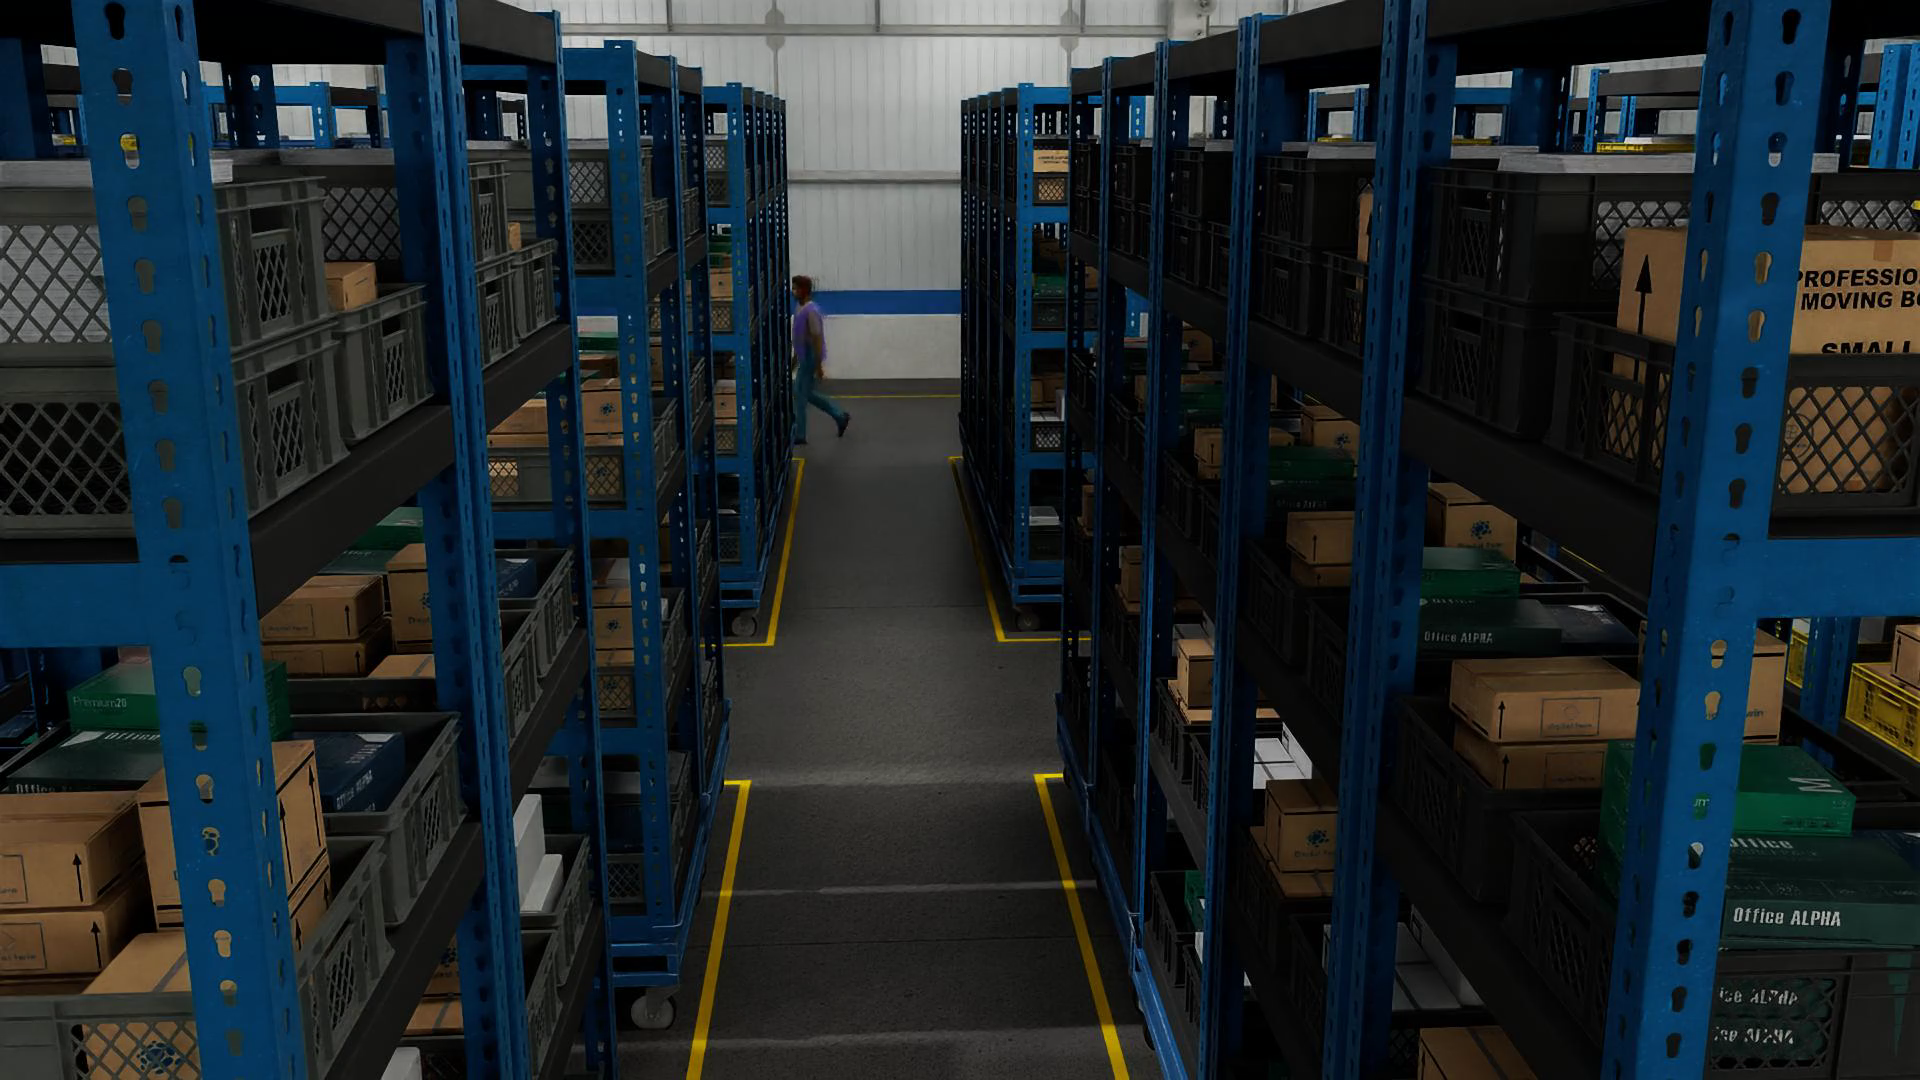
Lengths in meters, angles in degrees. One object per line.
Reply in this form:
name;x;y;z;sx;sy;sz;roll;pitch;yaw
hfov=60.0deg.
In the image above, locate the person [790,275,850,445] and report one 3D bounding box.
person;-1.569;-1.931;17.814;0.742;1.822;0.571;-3;14;-14
